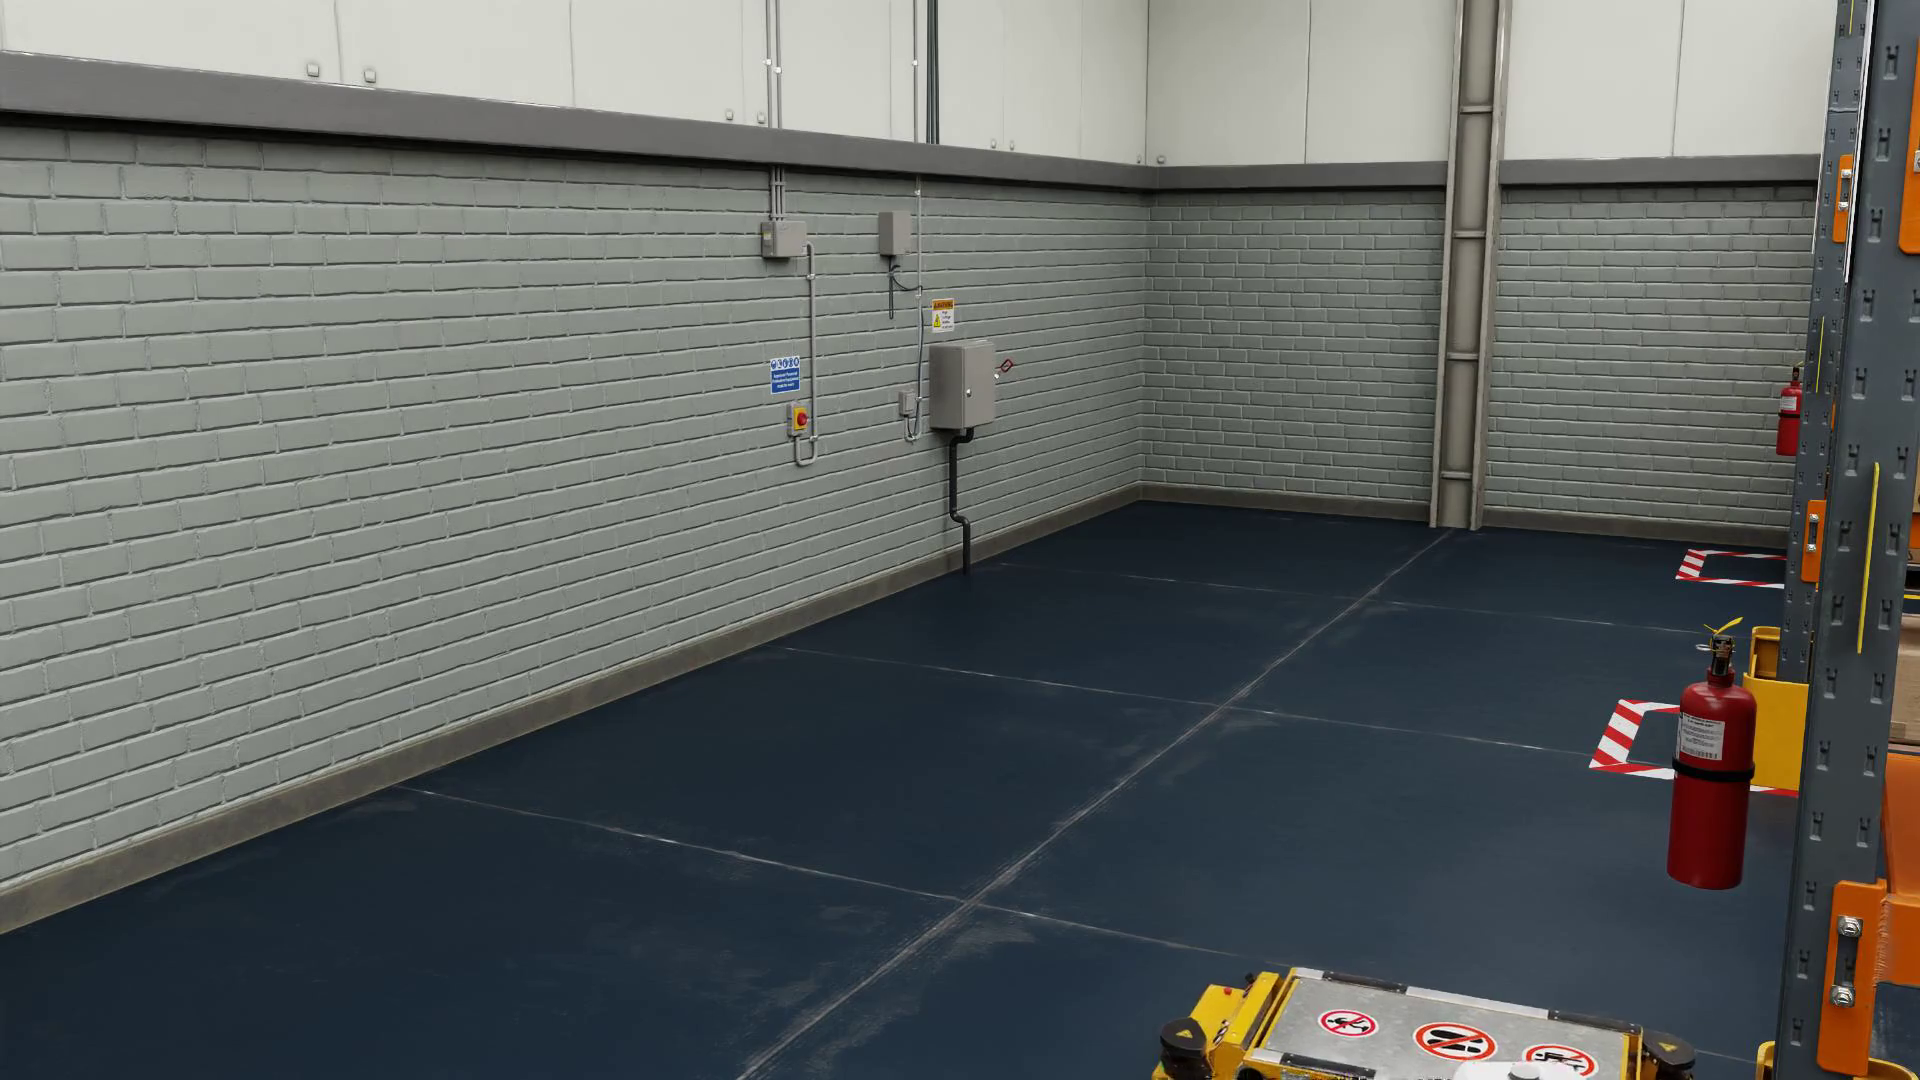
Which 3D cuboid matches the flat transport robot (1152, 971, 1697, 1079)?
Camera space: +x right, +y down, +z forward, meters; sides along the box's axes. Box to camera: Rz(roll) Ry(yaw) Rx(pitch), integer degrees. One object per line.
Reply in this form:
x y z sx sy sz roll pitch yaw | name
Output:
1.334 1.520 4.787 1.431 0.197 0.652 4 11 23 | flat transport robot

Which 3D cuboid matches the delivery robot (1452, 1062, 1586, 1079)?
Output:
1.408 1.491 3.913 0.477 0.478 0.707 0 10 0 | delivery robot
